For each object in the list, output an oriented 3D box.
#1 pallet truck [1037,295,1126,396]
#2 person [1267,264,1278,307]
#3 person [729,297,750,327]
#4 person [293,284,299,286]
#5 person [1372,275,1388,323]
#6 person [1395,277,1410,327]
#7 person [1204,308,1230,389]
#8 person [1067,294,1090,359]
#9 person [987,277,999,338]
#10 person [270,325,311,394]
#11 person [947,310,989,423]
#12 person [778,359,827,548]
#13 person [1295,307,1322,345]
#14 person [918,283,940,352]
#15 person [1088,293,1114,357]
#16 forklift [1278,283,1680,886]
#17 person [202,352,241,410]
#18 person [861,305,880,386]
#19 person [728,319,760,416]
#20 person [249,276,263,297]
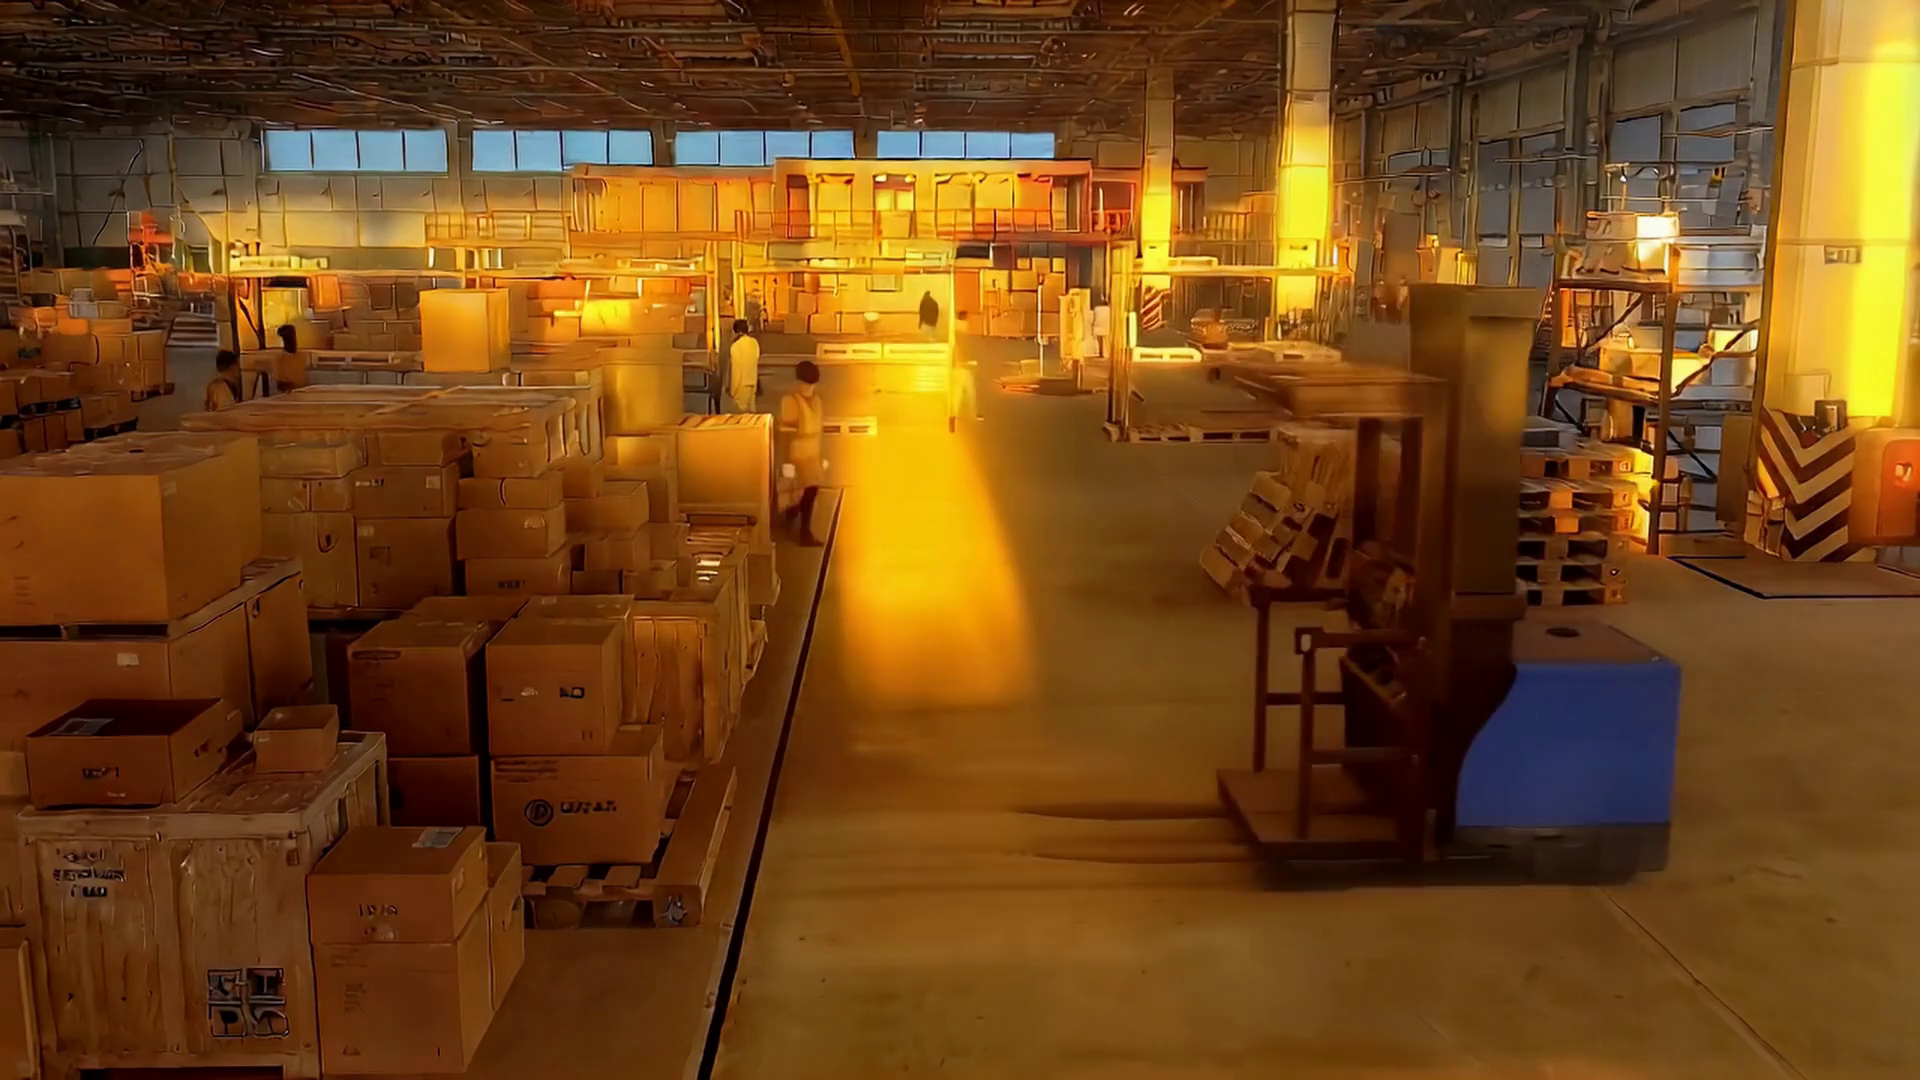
[{"bbox_3d":[2.483,-3.881,33.060,1.885,1.965,0.823,-7,13,-36],"label":"pallet truck"},{"bbox_3d":[14.592,-11.889,77.680,0.376,1.995,0.612,9,13,40],"label":"person"},{"bbox_3d":[-5.363,-5.062,40.415,0.524,1.721,0.911,-3,11,-18],"label":"person"},{"bbox_3d":[-18.339,-6.154,46.084,0.533,1.868,0.310,-5,11,-24],"label":"person"},{"bbox_3d":[13.923,-7.798,55.045,0.616,1.929,0.464,10,14,43],"label":"person"},{"bbox_3d":[13.824,-7.221,51.868,0.383,1.927,0.543,-7,12,-35],"label":"person"},{"bbox_3d":[5.318,-3.984,34.571,0.536,1.662,0.840,9,13,40],"label":"person"},{"bbox_3d":[2.723,-4.828,38.848,0.649,1.813,0.764,1,10,5],"label":"person"},{"bbox_3d":[1.055,-7.308,52.361,0.379,1.931,0.625,4,11,21],"label":"person"},{"bbox_3d":[-8.714,-1.854,21.910,0.541,1.947,0.634,5,11,25],"label":"person"},{"bbox_3d":[0.118,-2.875,27.723,0.800,1.897,0.604,5,12,28],"label":"person"},{"bbox_3d":[-1.513,-0.831,16.339,0.450,1.898,0.635,6,12,29],"label":"person"},{"bbox_3d":[6.386,-3.341,30.511,0.514,1.841,0.363,4,11,20],"label":"person"},{"bbox_3d":[-0.765,-5.554,42.454,0.681,1.972,0.627,9,13,41],"label":"person"},{"bbox_3d":[3.246,-4.689,37.949,0.590,1.867,1.020,-2,10,-10],"label":"person"},{"bbox_3d":[2.428,0.159,8.094,1.873,2.768,1.129,0,10,-2],"label":"forklift"},{"bbox_3d":[-7.862,-1.074,17.806,0.966,1.857,0.695,-3,11,-15],"label":"person"},{"bbox_3d":[-1.847,-4.017,34.581,0.492,1.730,0.391,8,13,37],"label":"person"},{"bbox_3d":[-3.119,-2.206,23.909,0.372,1.934,0.627,5,11,24],"label":"person"},{"bbox_3d":[-23.726,-8.013,56.102,0.611,2.005,0.996,4,11,20],"label":"person"}]
